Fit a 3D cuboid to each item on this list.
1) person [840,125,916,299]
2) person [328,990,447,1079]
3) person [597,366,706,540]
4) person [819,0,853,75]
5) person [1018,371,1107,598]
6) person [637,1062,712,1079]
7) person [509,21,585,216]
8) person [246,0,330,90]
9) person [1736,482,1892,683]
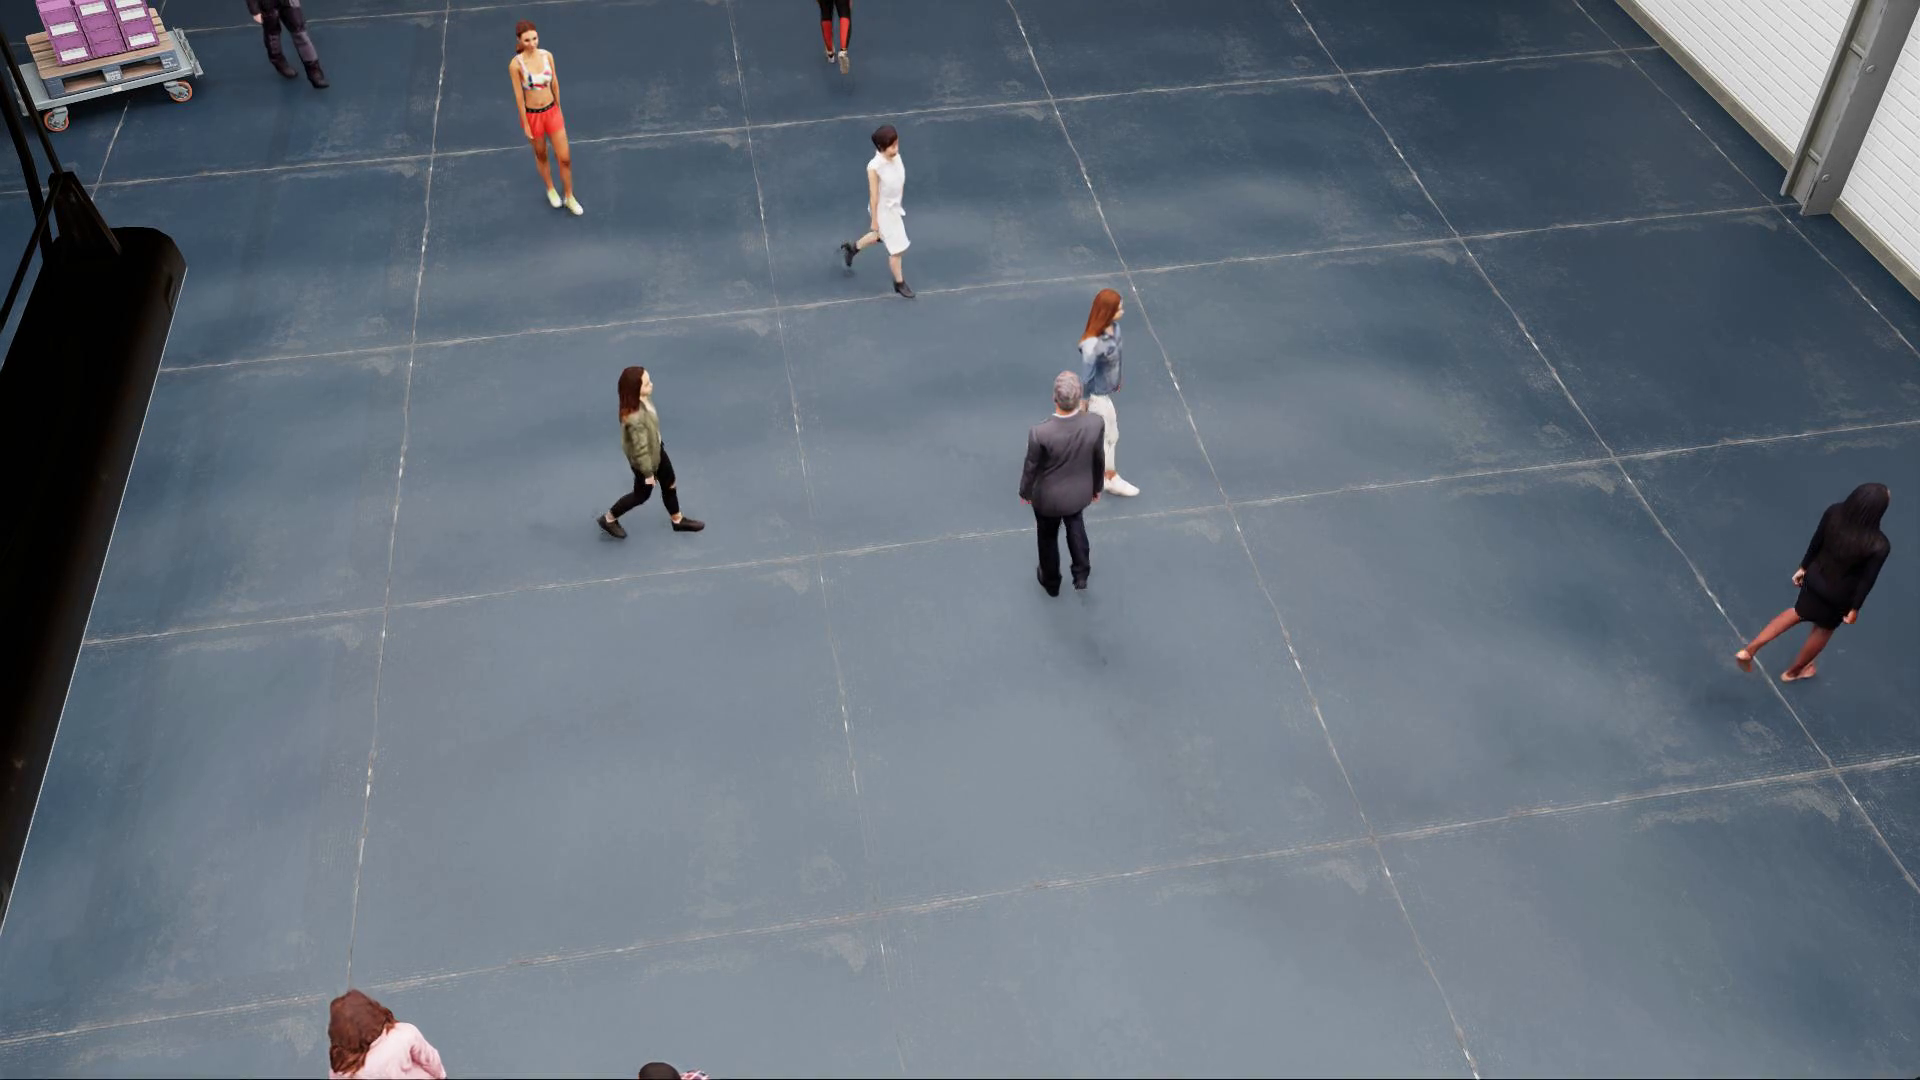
[{"bbox_3d":[-0.669,-2.697,13.539,0.953,1.527,0.966,19,47,19],"label":"person"},{"bbox_3d":[-2.600,2.639,7.738,0.685,1.803,0.674,-28,50,-26],"label":"person"},{"bbox_3d":[-2.217,-0.564,11.353,0.757,1.454,0.940,0,44,0],"label":"person"},{"bbox_3d":[-1.231,-5.419,16.205,0.667,1.790,1.014,-4,44,-5],"label":"person"},{"bbox_3d":[0.682,-0.278,10.785,0.784,1.823,0.764,-14,45,-14],"label":"person"},{"bbox_3d":[-1.261,2.867,7.531,0.837,1.759,0.745,19,47,19],"label":"person"},{"bbox_3d":[-3.660,-3.693,14.405,0.709,1.775,0.833,-21,48,-21],"label":"person"},{"bbox_3d":[-6.620,-5.227,16.012,1.262,1.779,1.095,35,53,31],"label":"person"},{"bbox_3d":[5.292,0.320,10.242,0.772,1.706,0.881,-14,45,-15],"label":"person"}]
